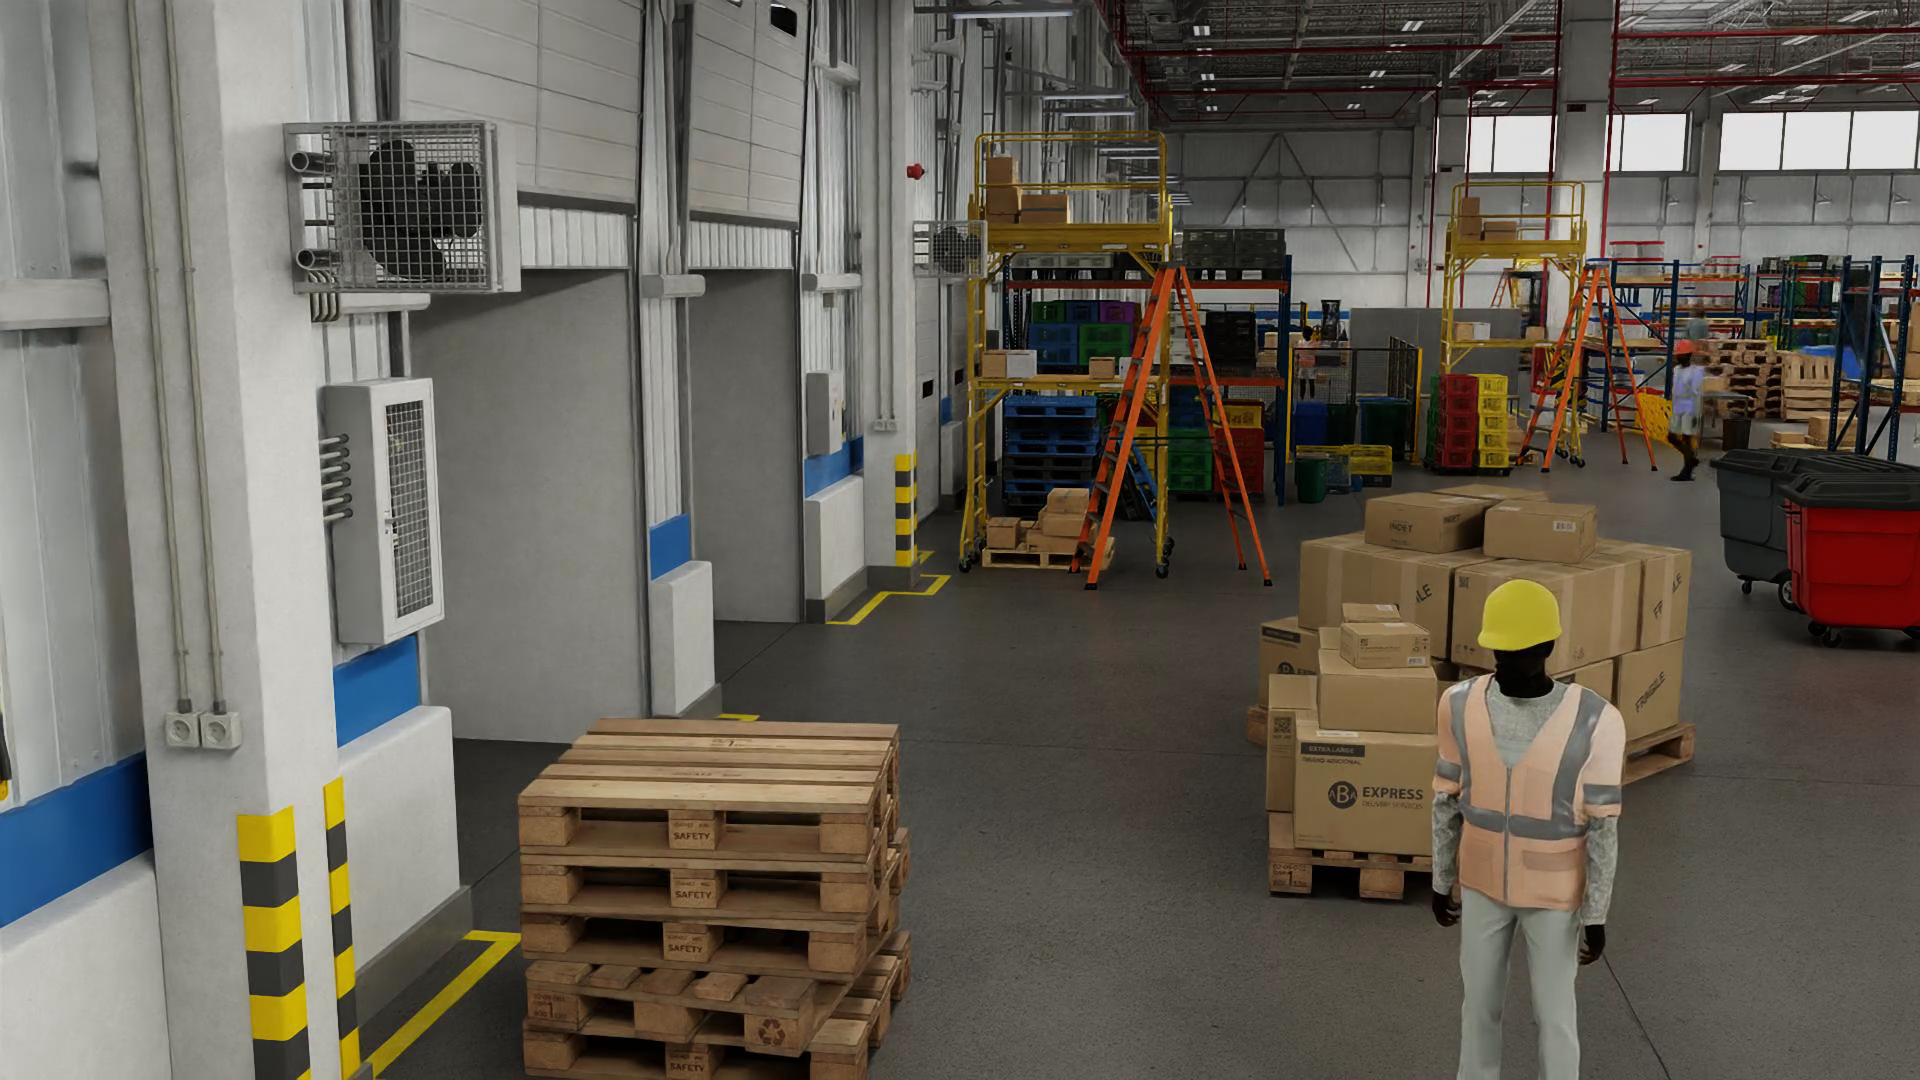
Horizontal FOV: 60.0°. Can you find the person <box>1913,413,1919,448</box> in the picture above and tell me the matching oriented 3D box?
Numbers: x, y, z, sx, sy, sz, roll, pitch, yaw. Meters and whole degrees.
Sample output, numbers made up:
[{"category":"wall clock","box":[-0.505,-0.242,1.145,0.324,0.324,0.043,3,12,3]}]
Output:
[{"category":"person","box":[15.601,-2.341,26.725,0.320,1.738,0.485,9,13,44]}]

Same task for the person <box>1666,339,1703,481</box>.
[{"category":"person","box":[9.809,-1.746,22.474,0.524,1.921,0.560,-3,10,-15]}]

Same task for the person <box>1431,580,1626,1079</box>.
[{"category":"person","box":[1.727,1.064,5.169,0.587,1.918,0.398,7,12,37]}]

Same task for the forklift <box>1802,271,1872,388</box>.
[{"category":"forklift","box":[20.554,-4.784,38.272,1.873,2.768,1.129,1,9,9]}]

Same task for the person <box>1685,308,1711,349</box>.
[{"category":"person","box":[18.467,-4.821,41.457,0.775,1.910,0.642,-2,10,-14]}]

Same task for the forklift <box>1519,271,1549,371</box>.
[{"category":"forklift","box":[16.350,-6.018,45.881,1.873,2.768,1.129,-3,10,-17]}]

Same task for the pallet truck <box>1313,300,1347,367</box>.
[{"category":"pallet truck","box":[11.159,-6.200,49.718,0.823,1.965,1.885,4,10,26]}]

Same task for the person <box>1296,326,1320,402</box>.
[{"category":"person","box":[7.282,-3.644,34.879,0.322,1.697,0.532,-8,12,-42]}]
